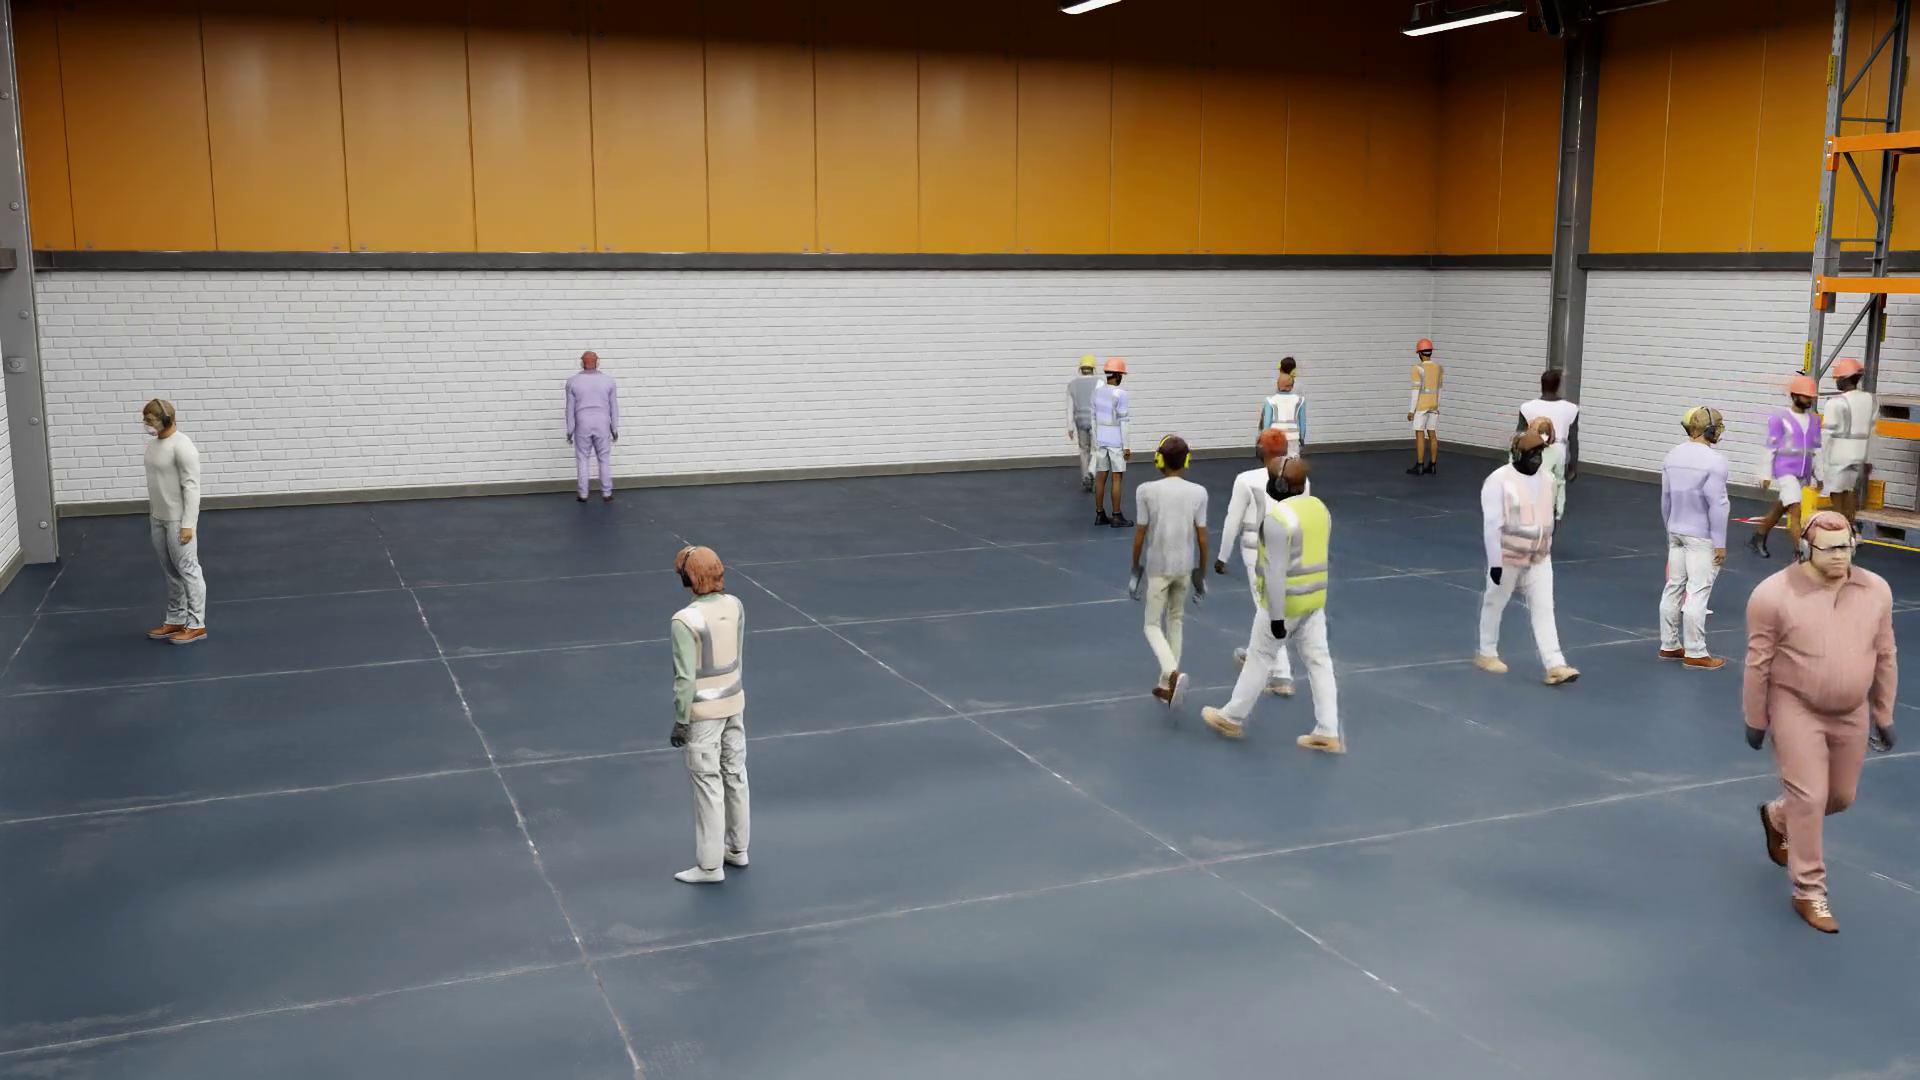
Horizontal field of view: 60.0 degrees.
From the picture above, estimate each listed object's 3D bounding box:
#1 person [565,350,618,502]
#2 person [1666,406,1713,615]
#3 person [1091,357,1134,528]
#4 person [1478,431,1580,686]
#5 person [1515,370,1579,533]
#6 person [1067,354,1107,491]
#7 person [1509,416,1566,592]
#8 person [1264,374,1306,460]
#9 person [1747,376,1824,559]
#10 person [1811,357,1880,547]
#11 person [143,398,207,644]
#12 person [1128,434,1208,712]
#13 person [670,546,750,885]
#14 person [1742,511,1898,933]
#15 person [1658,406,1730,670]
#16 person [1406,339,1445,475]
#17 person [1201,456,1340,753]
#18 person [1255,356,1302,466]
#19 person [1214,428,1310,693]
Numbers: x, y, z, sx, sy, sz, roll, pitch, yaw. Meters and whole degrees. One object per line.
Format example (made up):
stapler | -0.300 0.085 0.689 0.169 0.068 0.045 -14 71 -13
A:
person | -4.611 -1.425 20.883 0.643 1.905 0.407 -2 10 -13
person | 6.255 -0.254 14.205 0.301 1.772 0.524 -1 9 -3
person | 1.734 -1.108 18.871 0.362 1.936 0.542 -8 12 -41
person | 4.015 0.130 11.804 0.646 1.788 0.963 -3 10 -19
person | 6.014 -0.803 17.179 0.605 1.879 0.905 0 9 2
person | 1.700 -1.547 21.916 0.606 1.809 0.772 4 10 24
person | 5.169 -0.306 14.942 0.535 1.617 0.356 0 9 -1
person | 4.003 -1.231 20.524 0.520 1.636 0.312 0 9 3
person | 8.257 -0.694 16.541 0.556 1.888 1.035 -3 10 -16
person | 8.985 -0.836 16.926 0.647 2.031 0.409 -3 10 -18
person | -6.196 -0.152 13.092 0.627 1.934 0.371 8 12 38
person | 1.396 0.224 11.069 0.527 1.854 0.714 -2 10 -12
person | -1.204 0.838 7.989 0.315 1.636 0.515 5 11 27
person | 3.914 0.773 7.660 0.649 1.875 0.804 0 9 -3
person | 5.420 -0.016 12.249 0.364 1.939 0.636 -2 10 -14
person | 6.581 -1.884 23.601 0.542 1.928 0.374 -5 10 -26
person | 1.970 0.380 10.252 0.625 1.798 0.941 -9 13 -42
person | 3.961 -1.395 20.907 0.564 1.838 0.473 -4 10 -21
person | 2.162 0.125 11.740 0.594 1.834 1.005 -4 10 -21
